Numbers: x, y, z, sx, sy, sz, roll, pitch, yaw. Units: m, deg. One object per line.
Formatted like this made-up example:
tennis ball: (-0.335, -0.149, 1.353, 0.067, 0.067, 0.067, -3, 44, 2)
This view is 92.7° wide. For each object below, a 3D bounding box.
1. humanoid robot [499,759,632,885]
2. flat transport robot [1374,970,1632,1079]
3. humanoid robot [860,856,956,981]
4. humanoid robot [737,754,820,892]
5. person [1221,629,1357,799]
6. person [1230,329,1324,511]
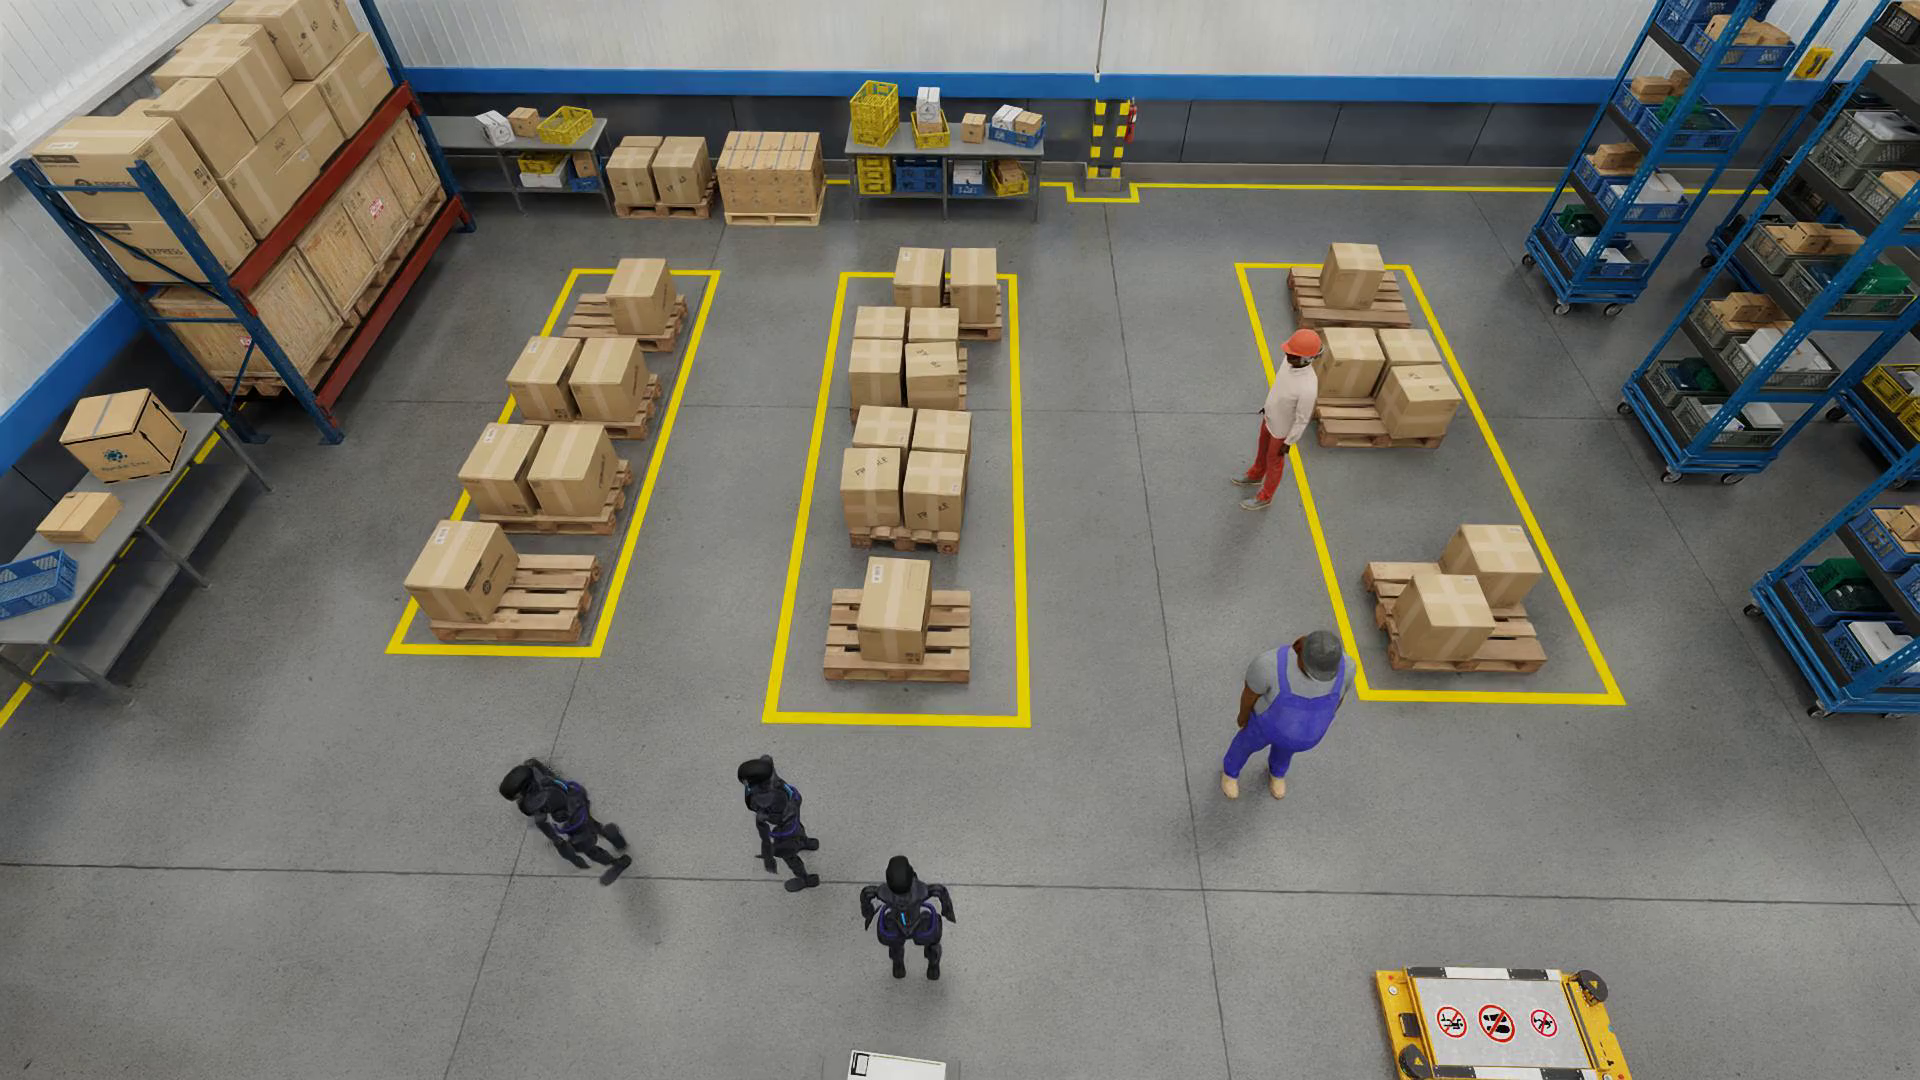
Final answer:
humanoid robot: (-2.597, 1.830, 6.087, 0.370, 1.643, 0.644, -20, 54, -16)
flat transport robot: (3.501, 3.133, 5.914, 1.431, 0.197, 0.652, 1, 51, 1)
humanoid robot: (-0.312, 2.346, 5.666, 0.578, 1.658, 0.327, 0, 51, 0)
humanoid robot: (-1.196, 1.863, 6.058, 0.339, 1.650, 0.568, -4, 51, -3)
person: (2.256, 1.242, 6.331, 0.678, 2.000, 0.536, 1, 51, 1)
person: (2.863, -1.066, 8.242, 0.388, 1.992, 0.622, -3, 51, -3)
